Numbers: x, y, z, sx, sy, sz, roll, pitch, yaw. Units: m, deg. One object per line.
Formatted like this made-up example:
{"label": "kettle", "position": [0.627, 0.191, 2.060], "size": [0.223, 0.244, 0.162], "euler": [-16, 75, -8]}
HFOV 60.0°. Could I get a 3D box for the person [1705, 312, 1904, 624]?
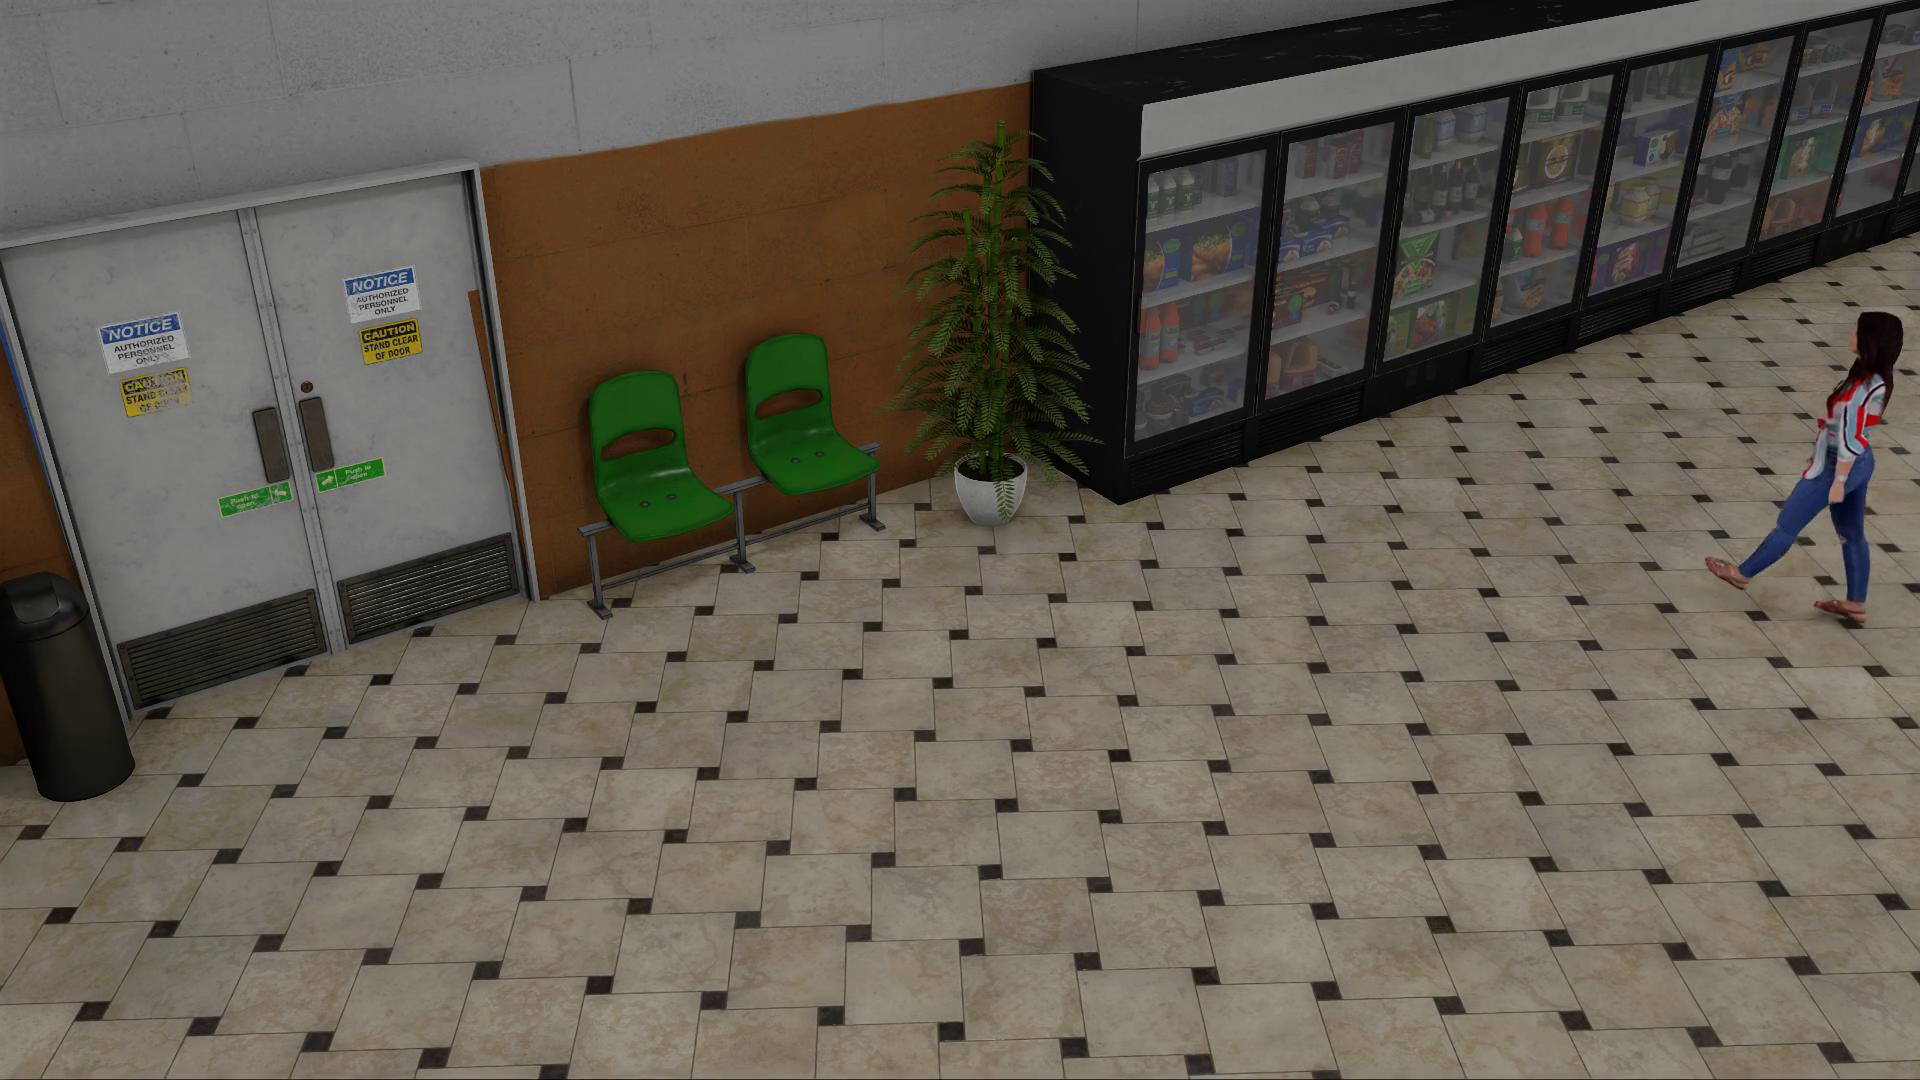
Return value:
{"label": "person", "position": [4.382, -0.308, 8.105], "size": [1.083, 1.574, 0.805], "euler": [21, 35, 33]}
